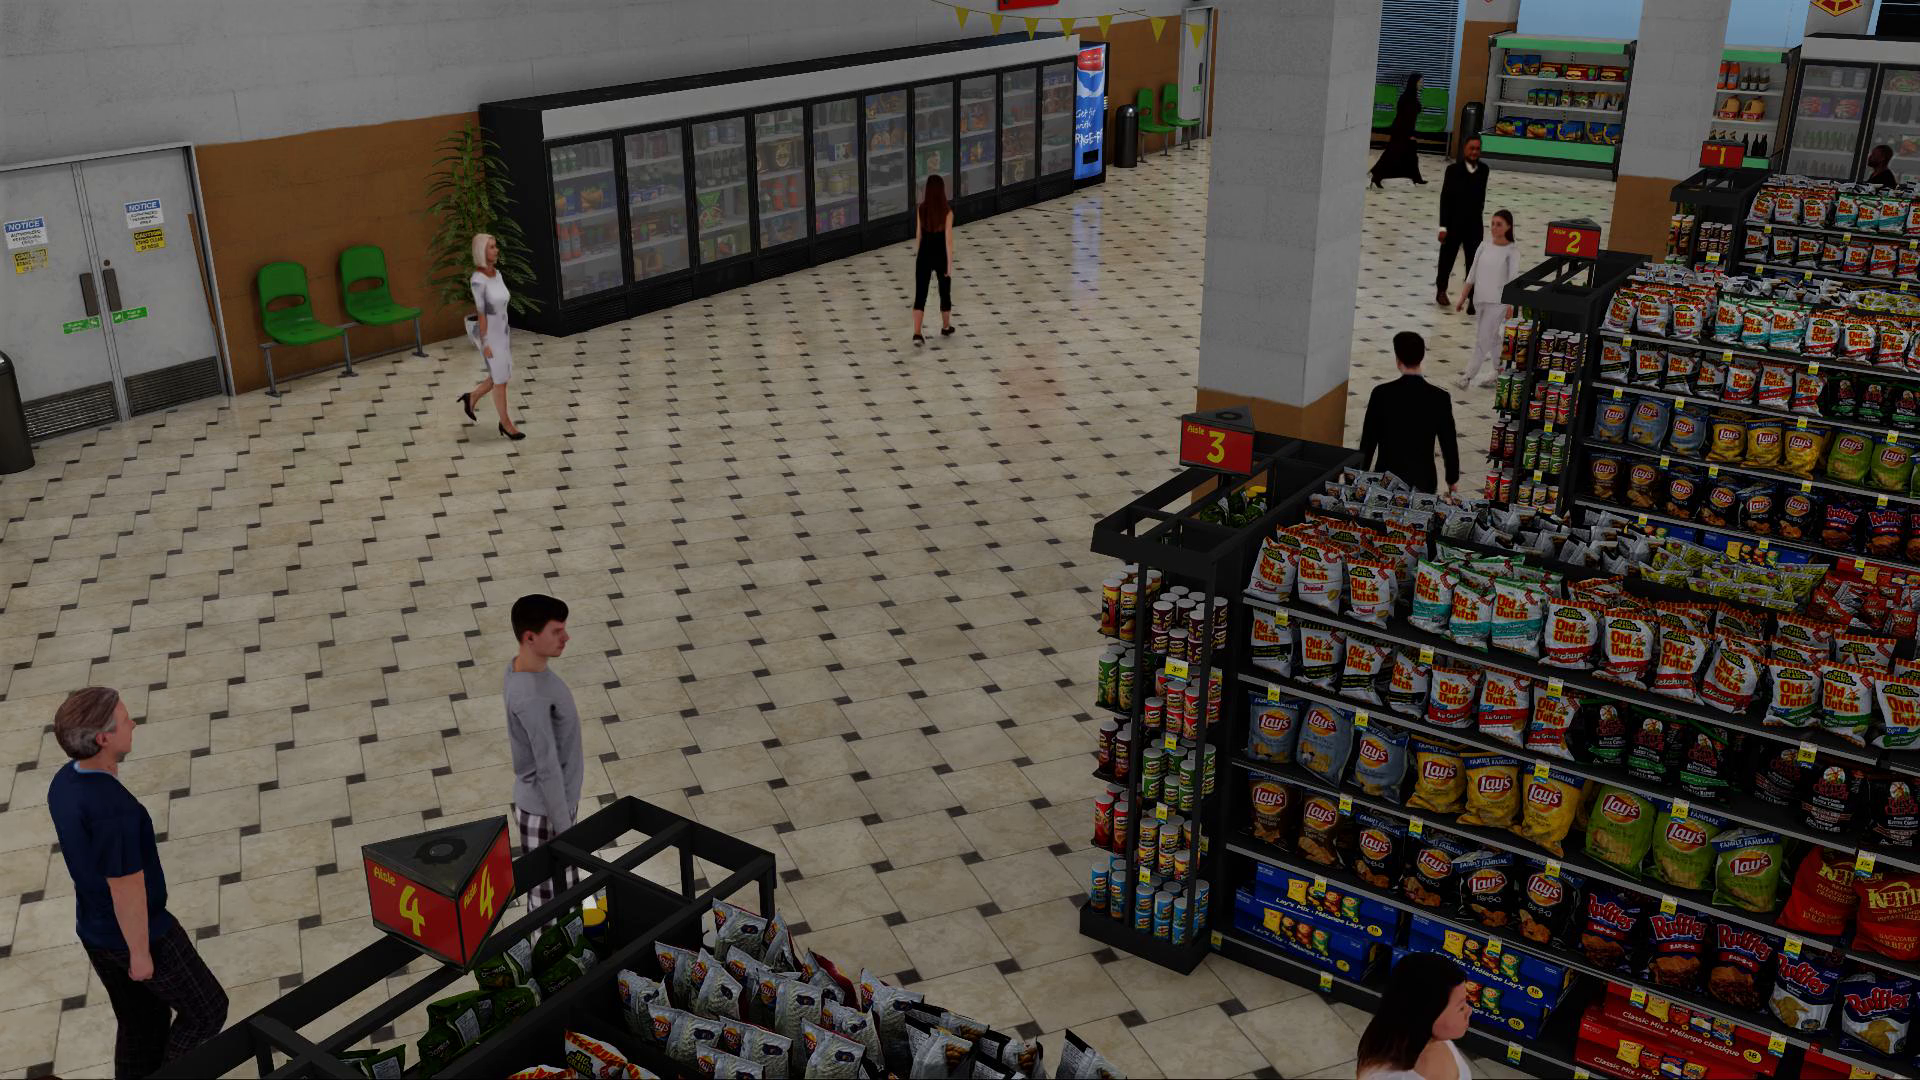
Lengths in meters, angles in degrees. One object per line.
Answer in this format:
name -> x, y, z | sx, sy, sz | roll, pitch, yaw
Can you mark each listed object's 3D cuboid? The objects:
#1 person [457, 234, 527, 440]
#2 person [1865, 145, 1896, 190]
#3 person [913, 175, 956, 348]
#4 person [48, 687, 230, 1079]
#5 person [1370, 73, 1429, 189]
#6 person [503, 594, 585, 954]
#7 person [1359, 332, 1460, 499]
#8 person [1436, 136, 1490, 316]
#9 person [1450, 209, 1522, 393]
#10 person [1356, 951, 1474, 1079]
person -> -3.973, -1.688, 13.889 | 0.940, 1.737, 0.768 | 4, 22, 10
person -> 9.742, -3.308, 17.811 | 0.664, 1.819, 0.729 | 6, 23, 15
person -> -0.312, -2.741, 16.570 | 1.137, 1.692, 0.894 | 7, 23, 16
person -> -3.072, 1.435, 5.962 | 0.775, 1.851, 0.627 | -19, 29, -39
person -> 6.519, -6.077, 24.861 | 1.220, 1.700, 0.986 | 2, 22, 5
person -> -1.707, 1.082, 6.848 | 0.768, 1.846, 0.681 | -6, 23, -15
person -> 2.743, -0.309, 10.331 | 1.154, 1.831, 0.976 | 10, 24, 23
person -> 5.386, -3.402, 17.988 | 1.258, 1.861, 1.249 | -1, 22, -4
person -> 4.912, -2.178, 15.229 | 0.942, 1.647, 1.072 | -13, 25, -30
person -> 1.223, 1.919, 5.041 | 1.211, 1.641, 0.917 | 7, 23, 17
